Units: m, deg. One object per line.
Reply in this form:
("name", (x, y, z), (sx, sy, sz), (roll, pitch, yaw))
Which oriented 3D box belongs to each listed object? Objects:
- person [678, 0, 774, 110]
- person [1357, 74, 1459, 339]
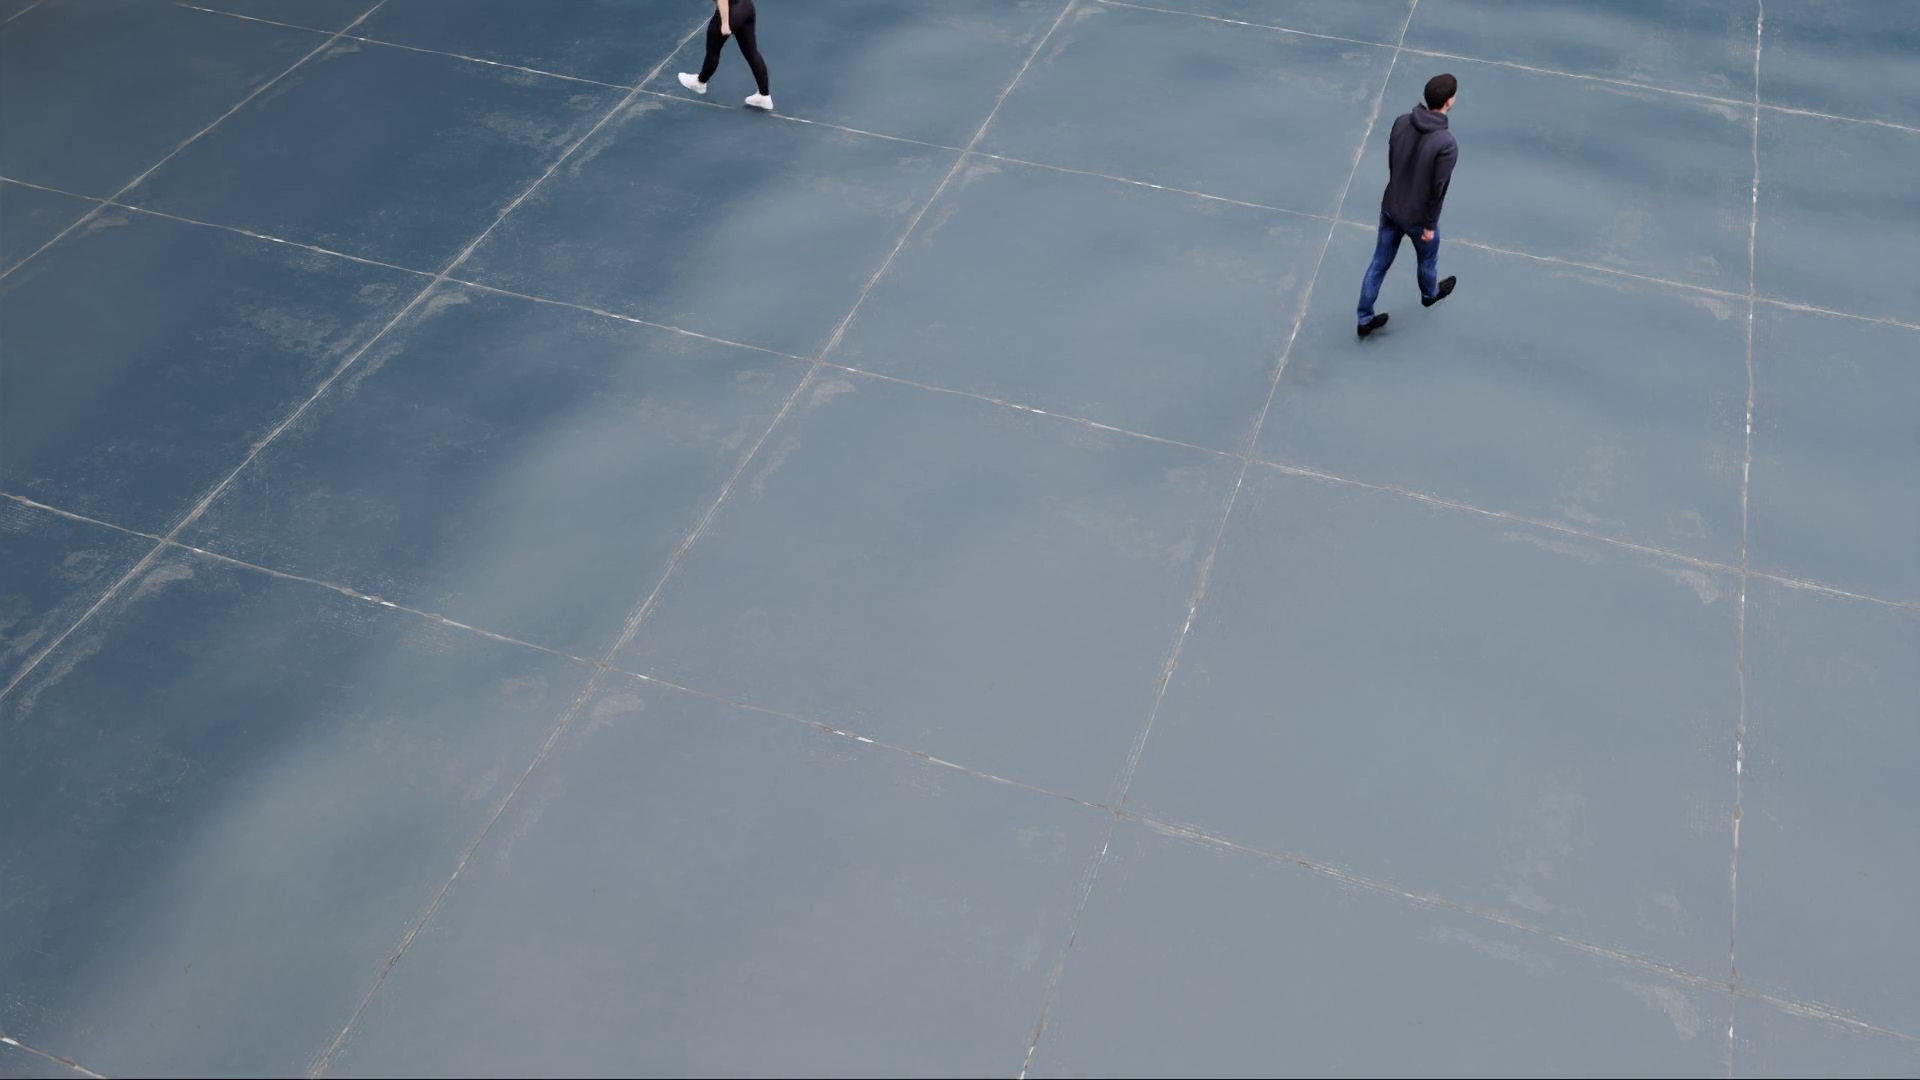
("person", (-1.765, -4.216, 13.415), (1.073, 1.599, 0.648), (16, 45, 16))
("person", (2.907, -2.146, 11.012), (1.114, 1.853, 1.160), (-28, 50, -27))
